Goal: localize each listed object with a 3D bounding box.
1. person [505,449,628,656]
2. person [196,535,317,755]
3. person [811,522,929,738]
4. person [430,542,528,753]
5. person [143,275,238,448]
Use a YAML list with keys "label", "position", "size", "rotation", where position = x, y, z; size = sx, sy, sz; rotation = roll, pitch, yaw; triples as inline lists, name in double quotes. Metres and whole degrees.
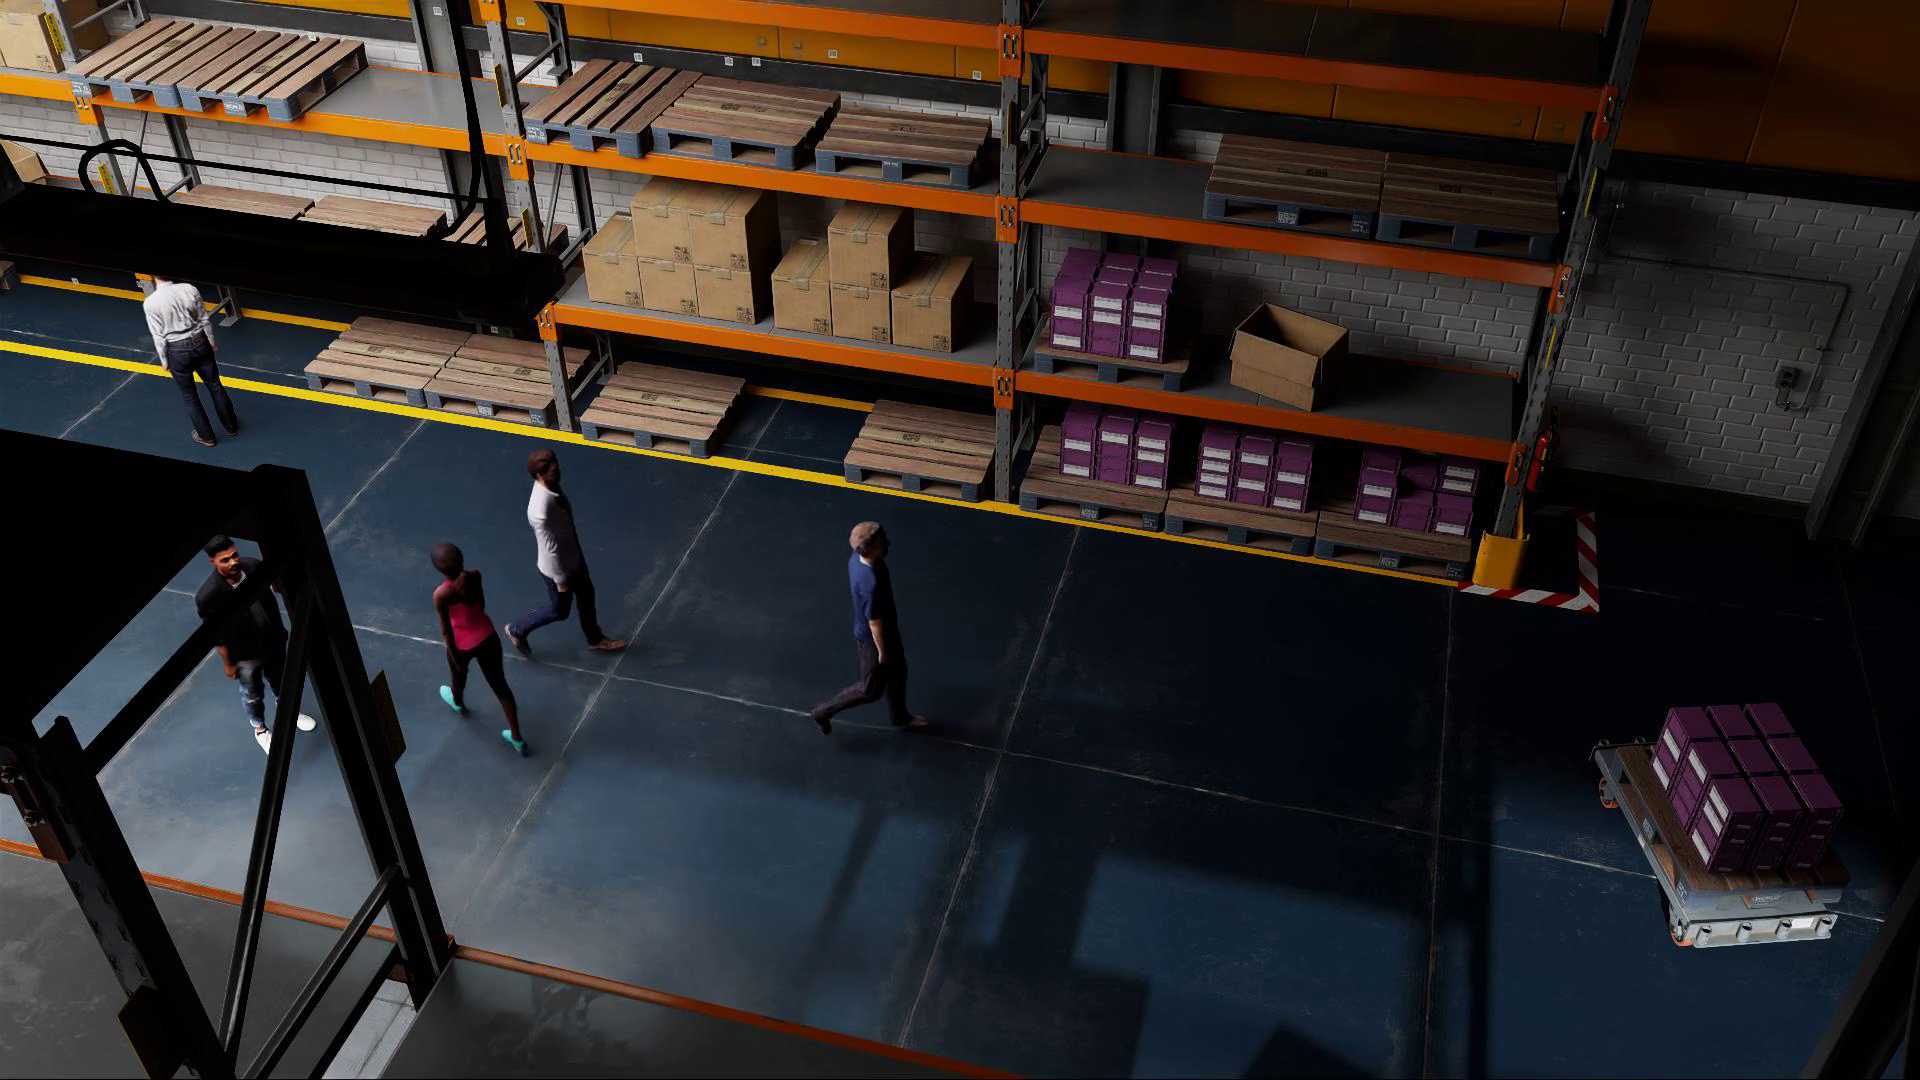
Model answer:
- label: "person"
  position: [-2.962, 0.140, 11.957]
  size: [1.153, 1.832, 0.852]
  rotation: [0, 39, 0]
- label: "person"
  position: [-4.825, 0.665, 11.317]
  size: [0.689, 1.812, 0.755]
  rotation: [20, 43, 23]
- label: "person"
  position: [-0.658, 0.658, 11.295]
  size: [1.134, 1.849, 0.868]
  rotation: [-3, 39, -3]
- label: "person"
  position: [-3.253, 0.755, 11.317]
  size: [0.941, 1.671, 1.160]
  rotation: [-30, 48, -32]
- label: "person"
  position: [-6.601, -1.636, 14.192]
  size: [0.733, 1.819, 0.740]
  rotation: [31, 48, 33]
